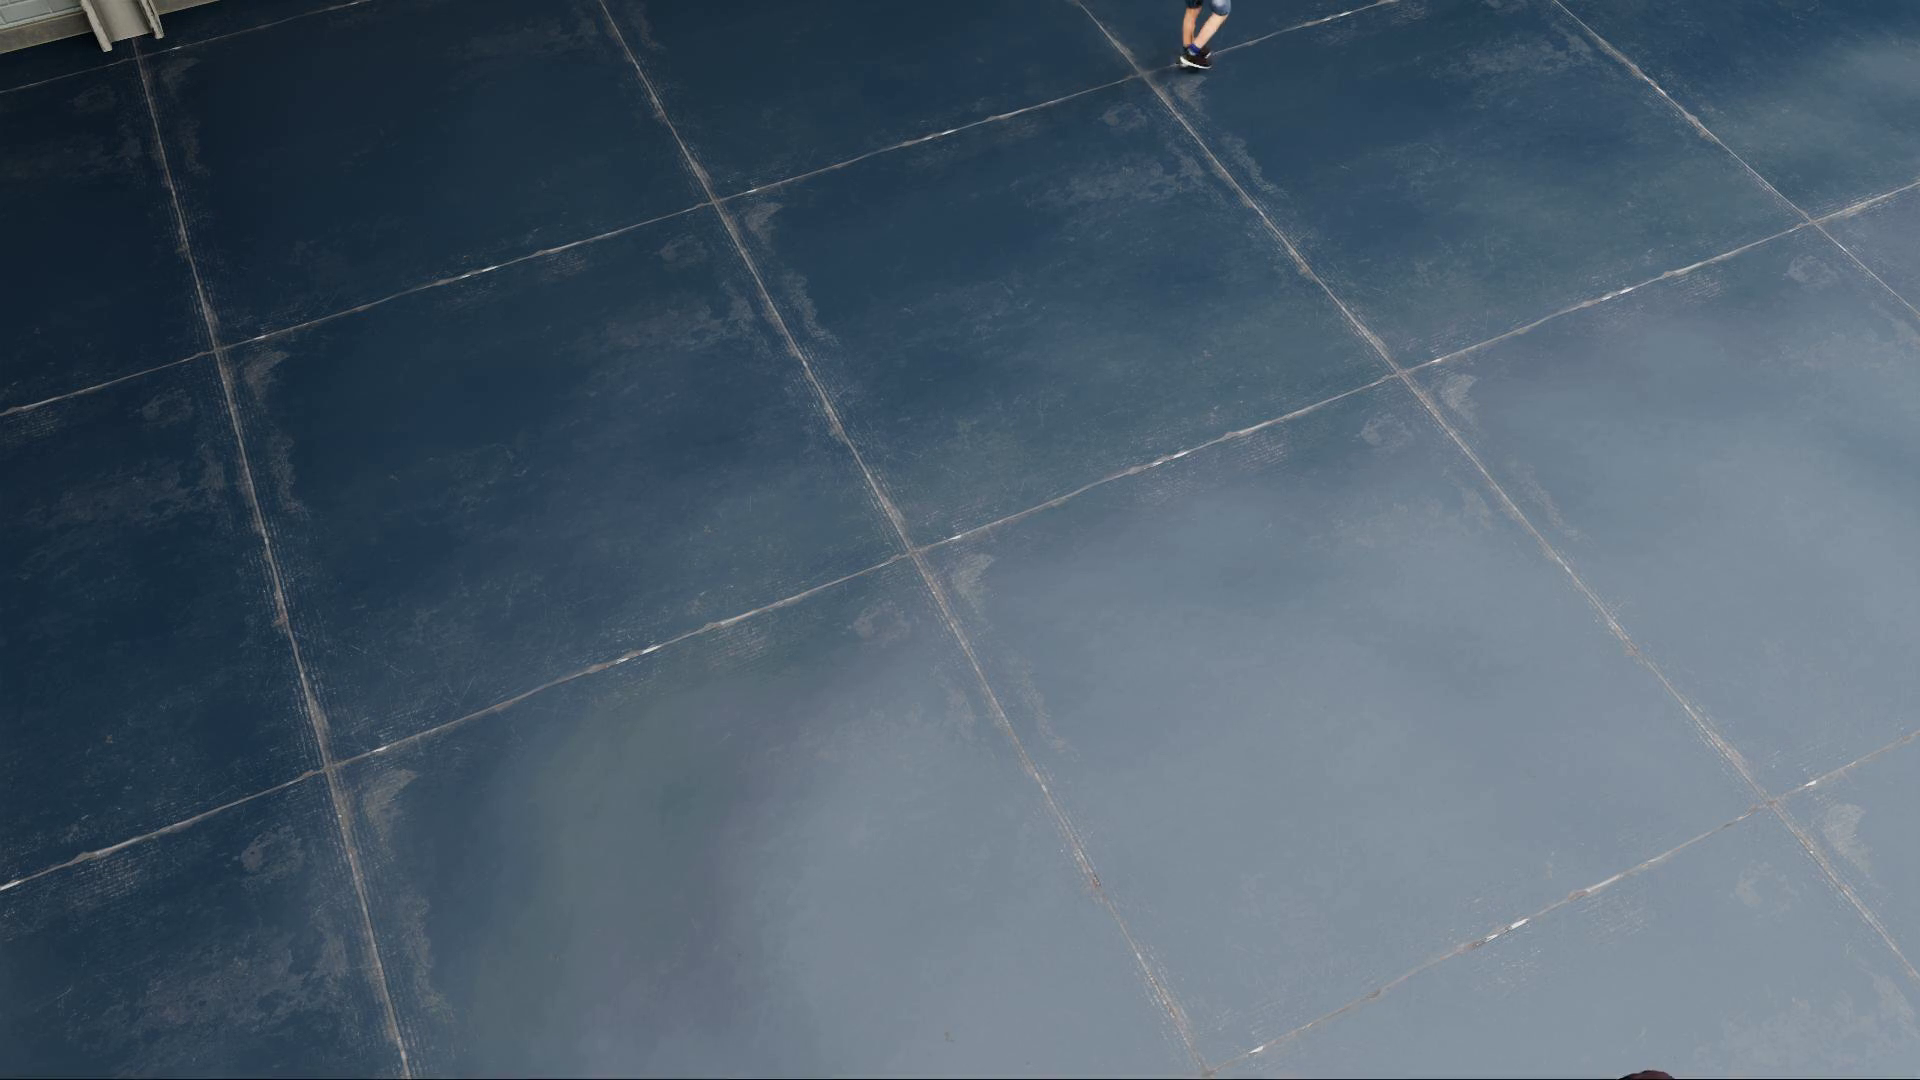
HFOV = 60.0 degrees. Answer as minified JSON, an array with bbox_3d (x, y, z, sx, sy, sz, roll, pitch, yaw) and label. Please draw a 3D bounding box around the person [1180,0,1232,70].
[{"bbox_3d":[1.499,-3.587,10.482,0.573,1.444,0.577,-27,57,-19],"label":"person"}]
